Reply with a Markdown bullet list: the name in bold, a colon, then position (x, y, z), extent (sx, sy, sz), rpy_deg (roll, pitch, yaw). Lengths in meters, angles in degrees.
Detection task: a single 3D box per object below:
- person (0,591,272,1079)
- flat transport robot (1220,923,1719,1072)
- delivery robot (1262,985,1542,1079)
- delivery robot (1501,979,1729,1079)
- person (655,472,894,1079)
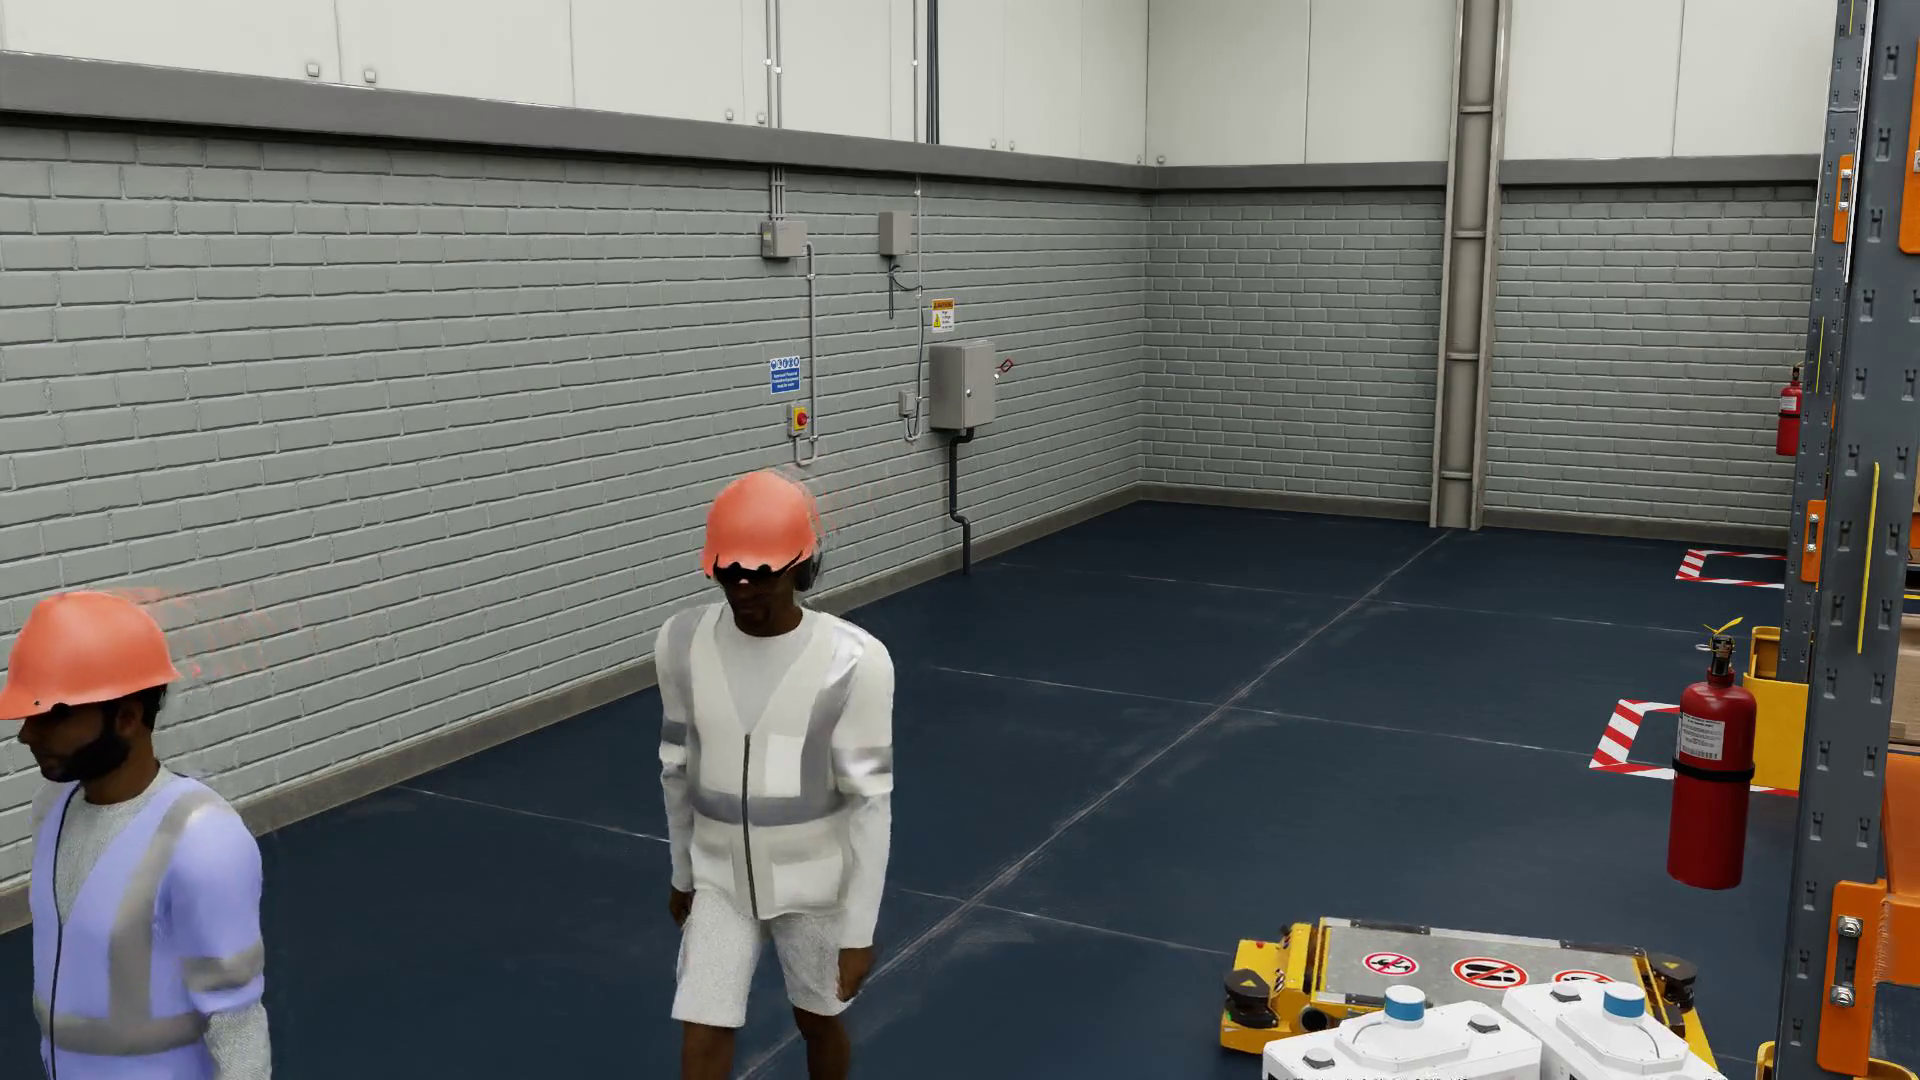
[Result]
- **person**: position (-1.423, 1.013, 3.064), extent (0.549, 1.919, 0.717), rpy_deg (7, 12, 33)
- **flat transport robot**: position (1.570, 1.441, 5.214), extent (1.431, 0.197, 0.652), rpy_deg (3, 11, 14)
- **delivery robot**: position (1.153, 1.410, 4.351), extent (0.707, 0.478, 0.477), rpy_deg (-4, 11, -21)
- **delivery robot**: position (1.731, 1.407, 4.369), extent (0.477, 0.478, 0.707), rpy_deg (-2, 11, -12)
- **person**: position (-0.473, 0.832, 3.862), extent (0.622, 1.980, 1.059), rpy_deg (3, 11, 14)
